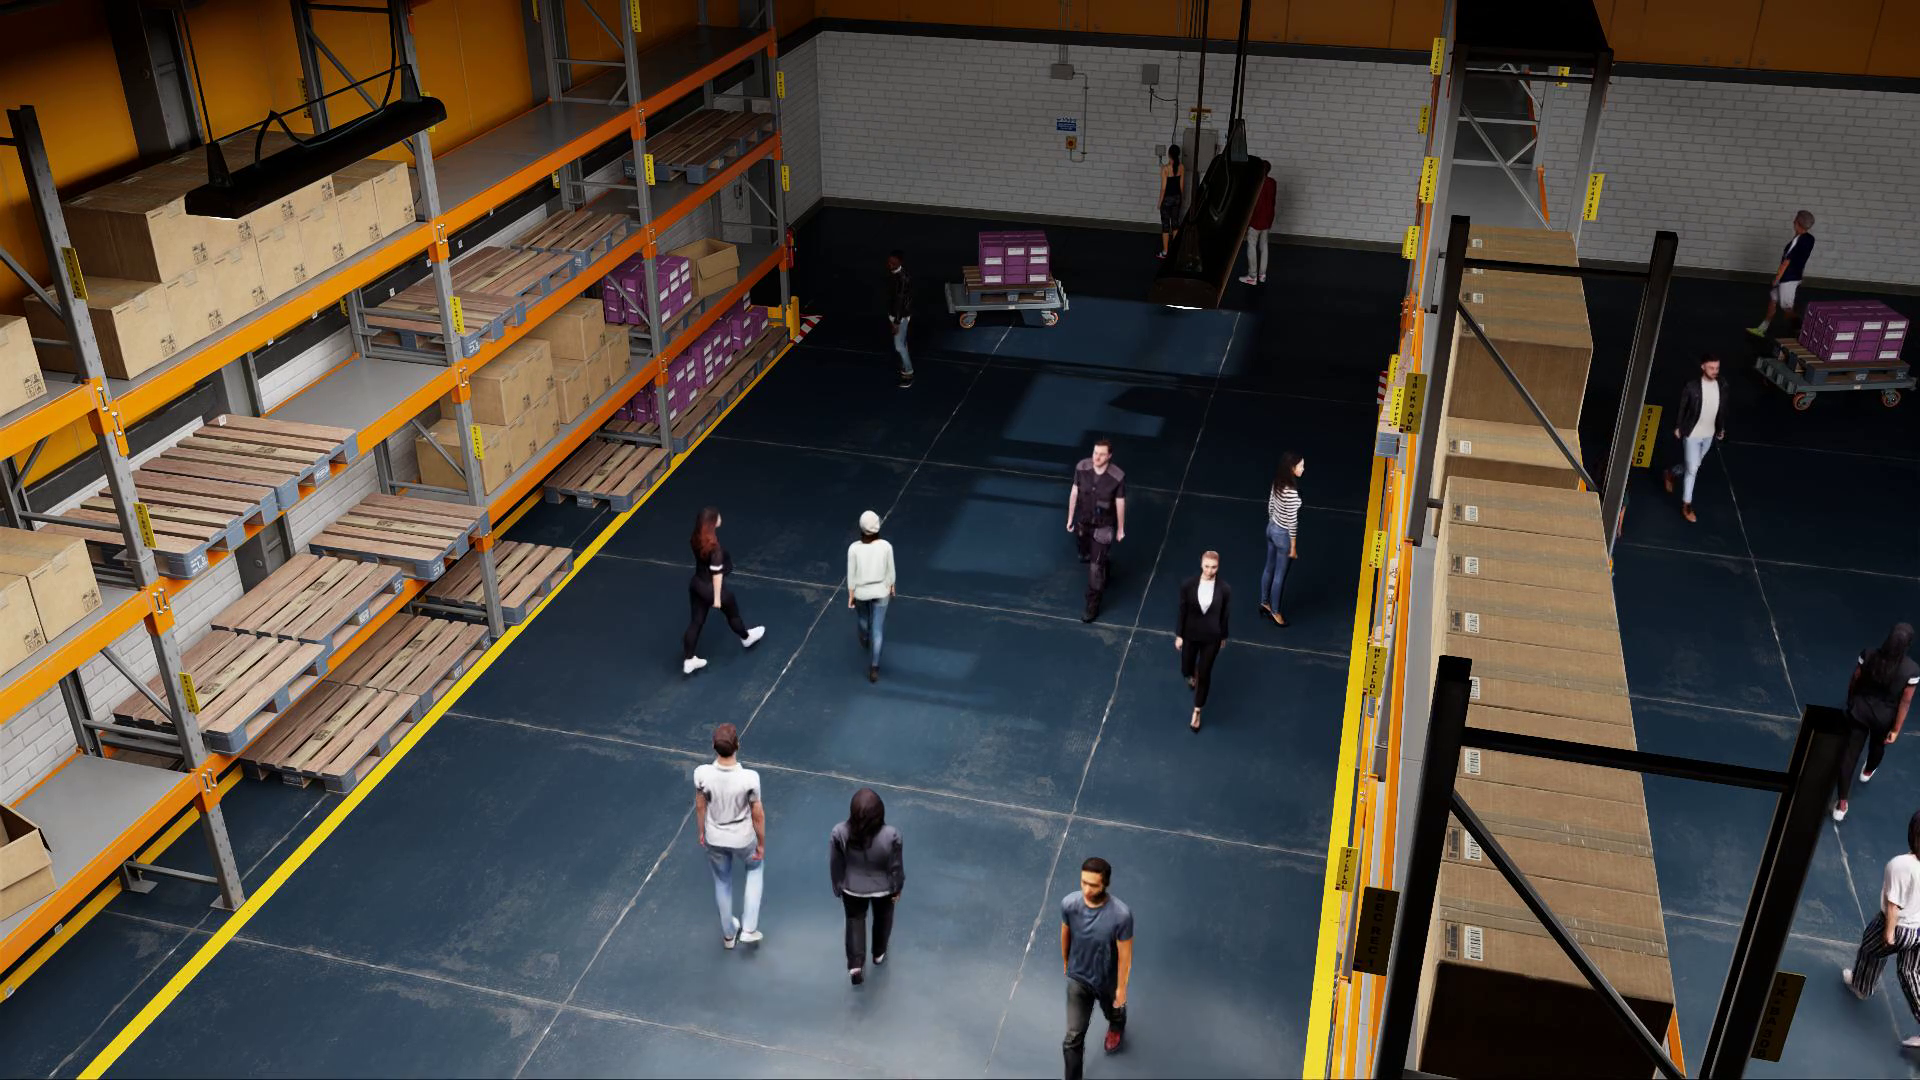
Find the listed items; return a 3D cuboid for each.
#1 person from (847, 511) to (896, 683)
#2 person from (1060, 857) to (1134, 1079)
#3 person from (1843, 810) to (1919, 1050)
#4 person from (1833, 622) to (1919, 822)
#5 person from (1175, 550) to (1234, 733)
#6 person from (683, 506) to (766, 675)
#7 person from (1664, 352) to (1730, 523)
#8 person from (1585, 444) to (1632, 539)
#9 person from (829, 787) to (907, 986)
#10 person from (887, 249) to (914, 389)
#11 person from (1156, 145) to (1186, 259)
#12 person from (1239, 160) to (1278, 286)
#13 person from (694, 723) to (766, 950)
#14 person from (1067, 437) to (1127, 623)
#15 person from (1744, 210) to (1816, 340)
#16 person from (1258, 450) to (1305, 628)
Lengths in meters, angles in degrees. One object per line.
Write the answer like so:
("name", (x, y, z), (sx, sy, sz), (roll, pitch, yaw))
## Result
("person", (-0.786, 0.520, 14.929), (0.834, 1.616, 1.084), (-3, 29, -5))
("person", (0.915, 2.744, 10.685), (0.714, 1.775, 1.153), (10, 30, 18))
("person", (6.351, 2.633, 11.053), (0.949, 1.618, 1.223), (-4, 29, -6))
("person", (7.176, 1.454, 13.141), (0.881, 1.687, 1.209), (19, 34, 30))
("person", (2.079, 0.809, 14.316), (0.653, 1.695, 0.854), (5, 29, 9))
("person", (-2.332, 0.481, 15.031), (1.202, 1.586, 0.989), (-25, 37, -37))
("person", (7.887, -1.180, 17.843), (0.947, 1.809, 1.207), (-4, 29, -8))
("person", (6.227, -0.143, 16.150), (0.623, 1.610, 0.633), (5, 29, 8))
("person", (-0.636, 2.409, 11.504), (0.782, 1.579, 0.938), (1, 29, 3))
("person", (-0.739, -2.859, 20.937), (0.934, 1.794, 0.712), (1, 29, 1))
("person", (3.194, -5.120, 25.149), (0.669, 1.729, 0.715), (-12, 31, -21))
("person", (4.360, -4.631, 24.159), (0.740, 1.819, 0.811), (-17, 33, -28))
("person", (-1.625, 2.158, 11.694), (0.736, 1.838, 0.763), (1, 29, 1))
("person", (1.339, -0.176, 15.987), (0.931, 1.825, 1.175), (17, 33, 29))
("person", (11.014, -3.411, 21.934), (1.040, 1.807, 1.174), (23, 36, 36))
("person", (3.033, -0.014, 15.722), (0.718, 1.795, 0.599), (-7, 29, -13))
